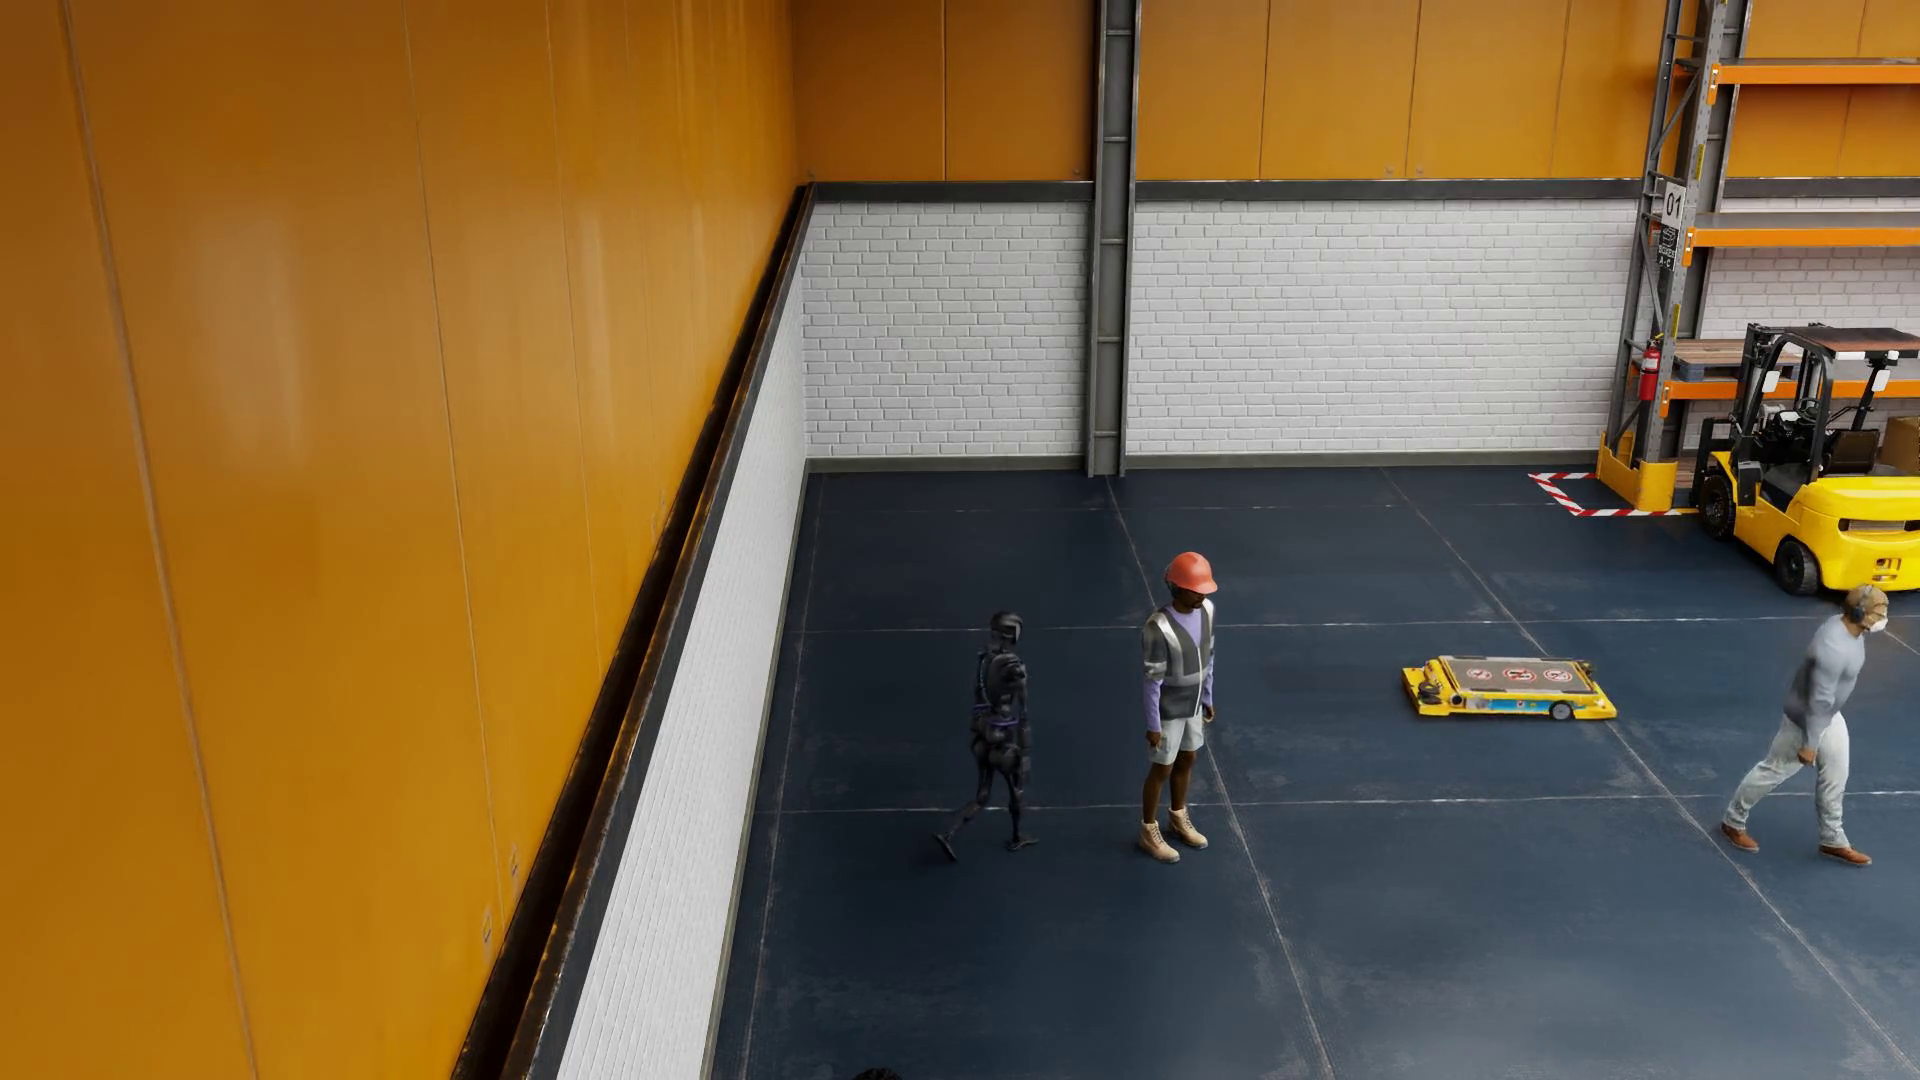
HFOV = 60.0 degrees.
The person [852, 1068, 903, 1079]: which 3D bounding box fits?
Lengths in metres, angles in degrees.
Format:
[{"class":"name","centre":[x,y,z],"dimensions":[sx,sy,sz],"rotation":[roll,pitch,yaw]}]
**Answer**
[{"class":"person","centre":[-0.240,2.689,6.224],"dimensions":[0.332,1.686,0.531],"rotation":[-2,20,-6]}]

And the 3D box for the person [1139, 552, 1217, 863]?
[{"class":"person","centre":[1.366,1.023,10.246],"dimensions":[0.598,2.036,0.402],"rotation":[-19,28,-42]}]

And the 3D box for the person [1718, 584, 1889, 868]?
[{"class":"person","centre":[5.243,1.114,10.237],"dimensions":[0.872,1.874,0.648],"rotation":[16,26,37]}]

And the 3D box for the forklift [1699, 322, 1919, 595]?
[{"class":"forklift","centre":[7.809,-0.792,14.926],"dimensions":[1.214,2.155,2.313],"rotation":[-1,20,-2]}]

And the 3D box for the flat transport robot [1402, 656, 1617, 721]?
[{"class":"flat transport robot","centre":[4.124,1.114,12.532],"dimensions":[1.431,0.231,0.659],"rotation":[1,20,3]}]

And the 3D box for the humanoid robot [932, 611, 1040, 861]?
[{"class":"humanoid robot","centre":[0.187,1.228,10.262],"dimensions":[0.718,1.642,0.612],"rotation":[-12,24,-30]}]
